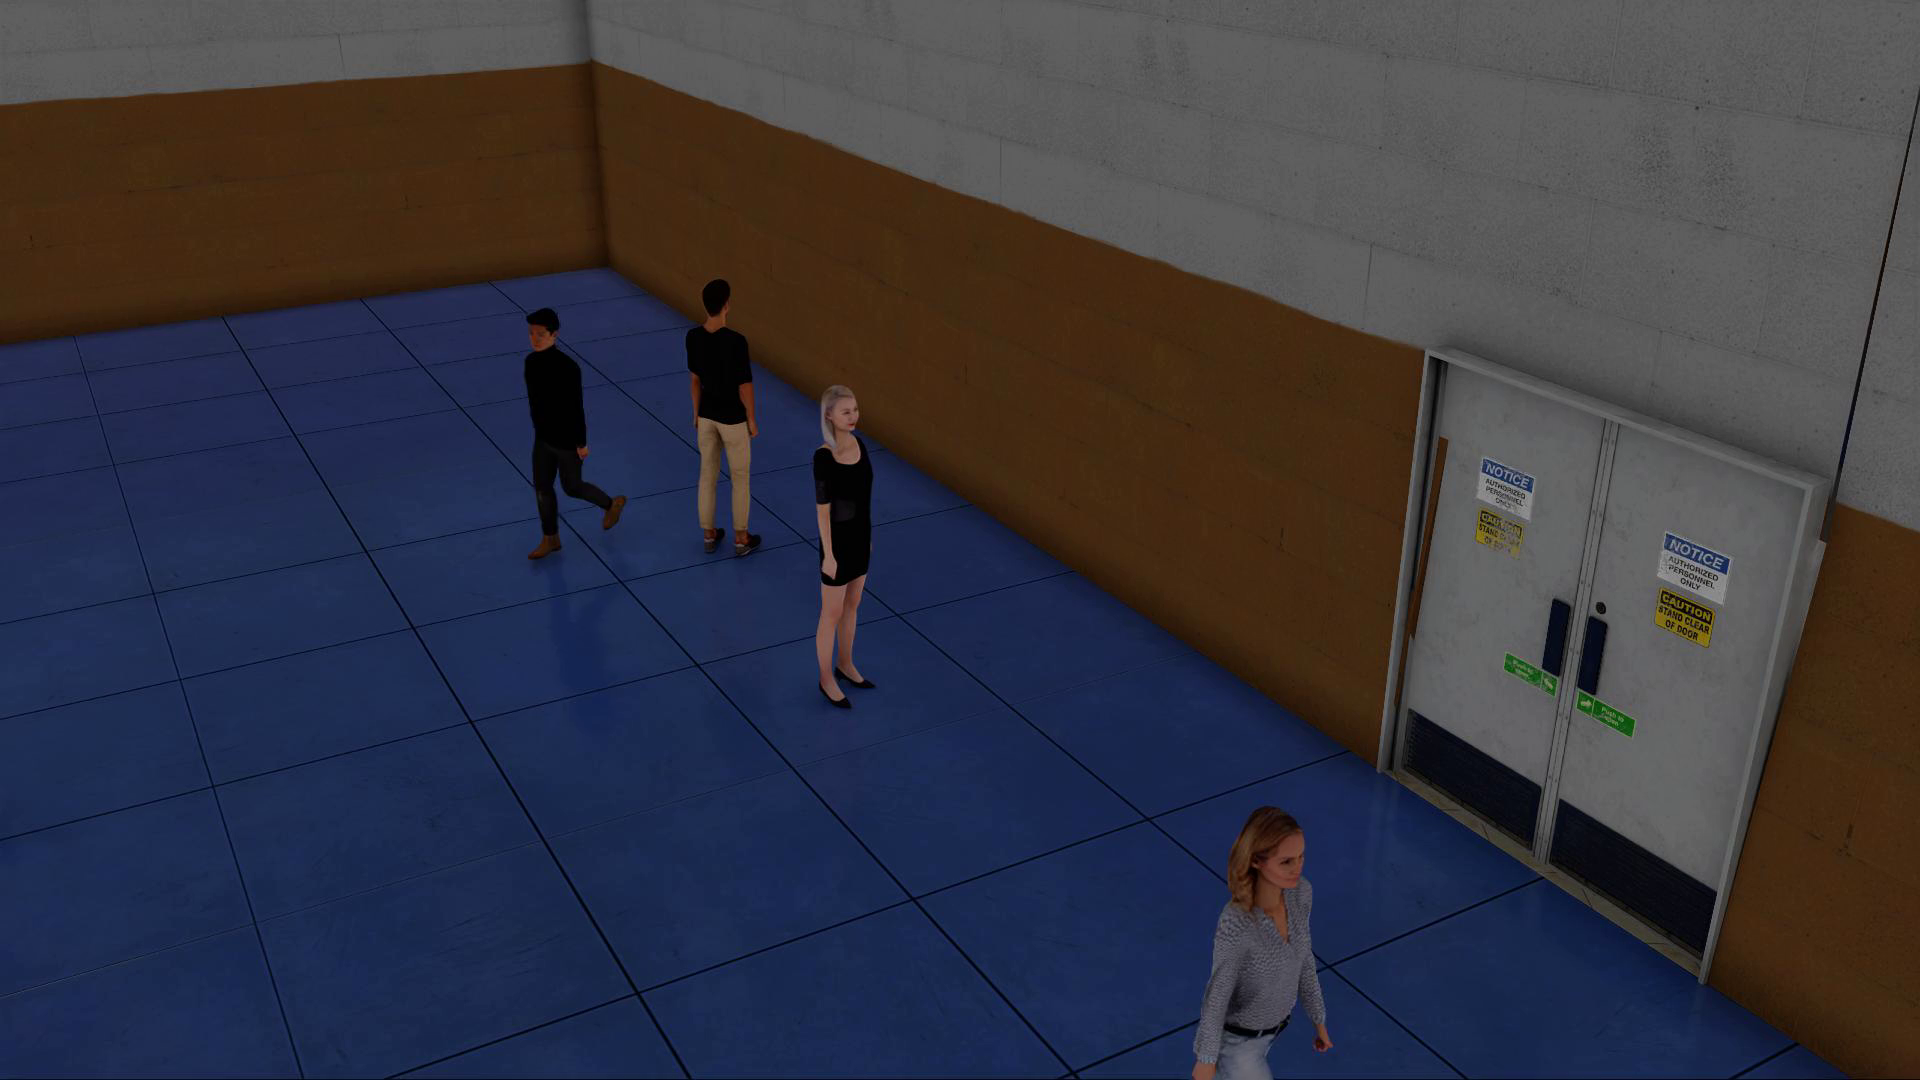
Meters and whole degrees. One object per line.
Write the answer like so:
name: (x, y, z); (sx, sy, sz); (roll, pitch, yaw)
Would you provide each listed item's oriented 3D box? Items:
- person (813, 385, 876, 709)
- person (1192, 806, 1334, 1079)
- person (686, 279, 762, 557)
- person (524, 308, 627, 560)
person: (-0.640, 0.027, 9.135); (0.726, 1.829, 0.615); (12, 27, 26)
person: (0.899, 1.642, 5.550); (1.157, 1.746, 0.887); (-22, 32, -40)
person: (-1.562, -0.798, 10.956); (0.699, 1.855, 0.723); (10, 26, 22)
person: (-2.599, -0.717, 11.008); (0.922, 1.692, 1.090); (17, 29, 34)
